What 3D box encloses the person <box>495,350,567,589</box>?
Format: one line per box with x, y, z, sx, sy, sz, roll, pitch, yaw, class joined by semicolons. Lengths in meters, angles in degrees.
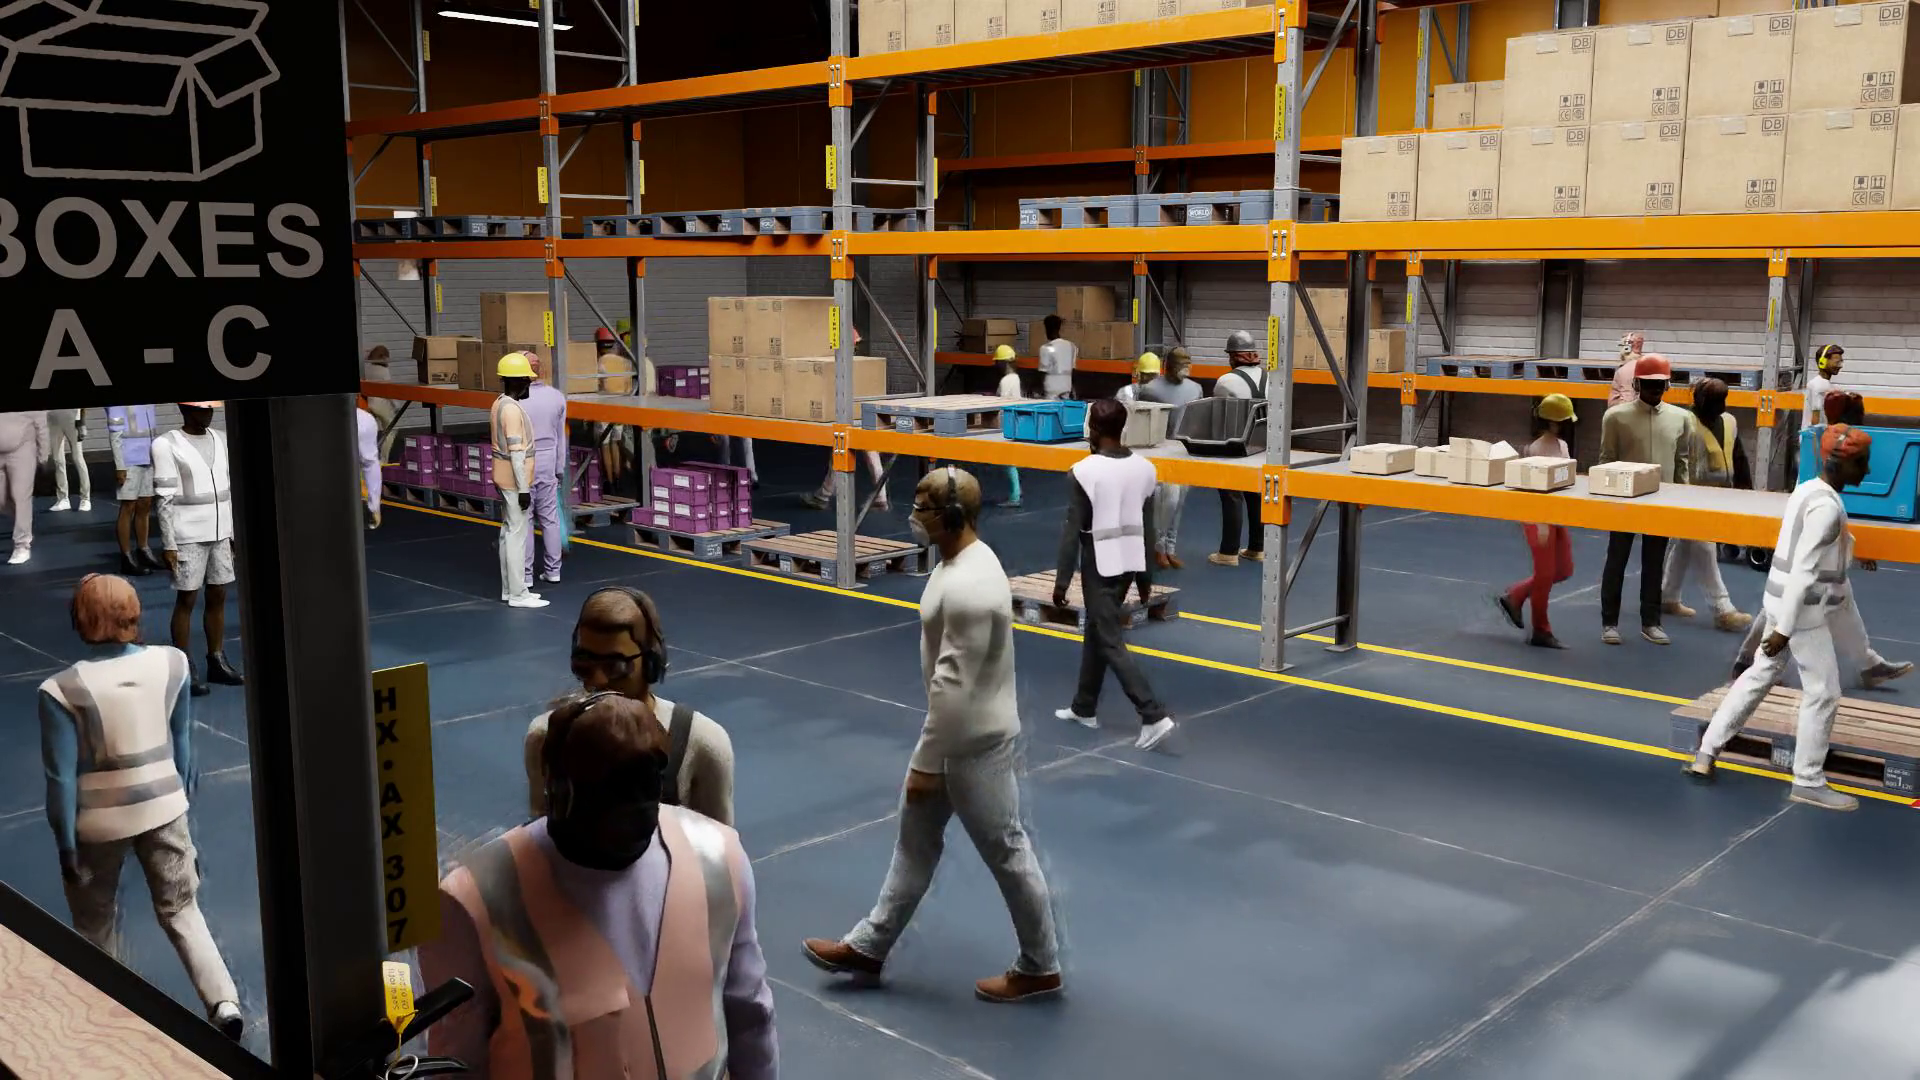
-3.466;-0.565;13.370;0.410;1.913;0.651;7;12;38;person

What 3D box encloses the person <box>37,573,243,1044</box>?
-2.620;0.901;5.302;0.777;1.603;0.507;7;12;37;person

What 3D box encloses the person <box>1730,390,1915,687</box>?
5.256;0.011;10.086;1.043;1.824;0.574;4;10;23;person

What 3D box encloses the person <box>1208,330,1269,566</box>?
2.405;-0.807;14.458;0.688;2.000;0.536;-7;11;-35;person

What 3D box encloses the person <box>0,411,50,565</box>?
-8.339;-0.756;14.644;0.650;1.887;0.736;-1;9;-5;person

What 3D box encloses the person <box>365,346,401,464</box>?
-7.340;-1.635;20.895;0.523;1.588;0.490;6;11;31;person

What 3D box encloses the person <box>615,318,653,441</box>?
-4.861;-2.316;24.299;0.614;1.844;0.975;8;12;41;person

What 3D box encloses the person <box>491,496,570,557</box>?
-3.831;-0.739;14.816;0.985;1.798;0.572;9;13;44;person

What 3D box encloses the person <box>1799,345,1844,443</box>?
7.955;-0.876;15.419;0.315;1.865;0.526;5;11;29;person

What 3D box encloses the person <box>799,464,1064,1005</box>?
-0.090;0.688;5.741;0.980;1.889;0.653;-1;9;-5;person

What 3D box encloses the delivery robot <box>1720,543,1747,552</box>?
6.847;-0.097;14.361;0.477;0.478;0.707;-6;11;-31;delivery robot

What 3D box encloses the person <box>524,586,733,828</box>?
-0.782;1.007;3.939;0.515;1.842;0.328;1;9;7;person

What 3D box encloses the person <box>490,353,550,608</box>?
-3.357;-0.449;12.610;0.363;1.928;0.587;-4;10;-24;person

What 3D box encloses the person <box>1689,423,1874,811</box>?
3.932;0.351;7.982;0.734;1.857;0.625;3;10;16;person

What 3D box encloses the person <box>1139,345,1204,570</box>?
1.825;-0.689;14.108;0.647;1.917;0.500;-6;11;-31;person

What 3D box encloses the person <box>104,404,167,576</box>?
-6.897;-0.676;13.969;0.379;1.938;0.547;1;9;8;person

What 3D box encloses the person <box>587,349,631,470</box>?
-4.481;-1.688;21.046;0.576;1.655;0.551;5;10;27;person

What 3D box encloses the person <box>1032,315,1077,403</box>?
1.217;-2.000;22.018;0.646;1.952;0.510;-8;12;-39;person

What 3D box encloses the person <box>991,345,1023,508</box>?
0.496;-1.205;17.804;0.379;1.753;0.525;2;9;13;person

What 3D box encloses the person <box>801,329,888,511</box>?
-1.215;-1.275;17.610;1.014;1.939;0.640;3;10;18;person

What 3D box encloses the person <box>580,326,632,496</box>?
-3.982;-1.426;18.618;0.573;1.917;0.508;-8;13;-42;person

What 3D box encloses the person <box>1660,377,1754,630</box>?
5.390;-0.265;11.900;0.640;1.779;0.953;-6;11;-32;person

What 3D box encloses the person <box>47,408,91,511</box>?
-9.472;-1.222;17.557;0.511;1.863;0.332;0;9;-1;person

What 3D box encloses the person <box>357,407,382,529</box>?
-4.242;-0.231;11.297;0.642;1.917;0.571;-6;11;-35;person

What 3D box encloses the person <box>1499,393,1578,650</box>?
3.919;-0.130;11.248;0.486;1.744;0.529;8;12;41;person

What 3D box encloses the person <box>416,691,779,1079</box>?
-0.624;1.162;3.037;0.624;1.828;0.446;-8;12;-39;person

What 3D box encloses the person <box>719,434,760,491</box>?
-2.575;-1.403;19.136;0.530;1.701;0.963;-4;10;-25;person

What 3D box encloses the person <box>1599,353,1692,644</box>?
4.661;-0.278;11.357;0.612;1.995;0.377;0;9;2;person

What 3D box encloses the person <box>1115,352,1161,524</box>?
1.688;-0.857;15.497;0.611;1.799;0.762;-1;9;-8;person

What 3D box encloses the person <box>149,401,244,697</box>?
-4.567;-0.035;10.050;0.377;1.932;0.552;4;10;25;person

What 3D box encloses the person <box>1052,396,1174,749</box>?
0.836;0.167;8.997;0.605;1.884;0.941;-8;12;-40;person

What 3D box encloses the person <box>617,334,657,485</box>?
-3.772;-1.504;19.444;0.429;1.810;0.608;3;10;20;person

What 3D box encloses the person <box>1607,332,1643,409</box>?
6.938;-1.187;17.258;0.446;1.915;0.683;8;12;40;person

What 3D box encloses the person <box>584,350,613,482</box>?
-4.294;-1.485;19.970;0.517;1.592;0.843;-2;10;-13;person
